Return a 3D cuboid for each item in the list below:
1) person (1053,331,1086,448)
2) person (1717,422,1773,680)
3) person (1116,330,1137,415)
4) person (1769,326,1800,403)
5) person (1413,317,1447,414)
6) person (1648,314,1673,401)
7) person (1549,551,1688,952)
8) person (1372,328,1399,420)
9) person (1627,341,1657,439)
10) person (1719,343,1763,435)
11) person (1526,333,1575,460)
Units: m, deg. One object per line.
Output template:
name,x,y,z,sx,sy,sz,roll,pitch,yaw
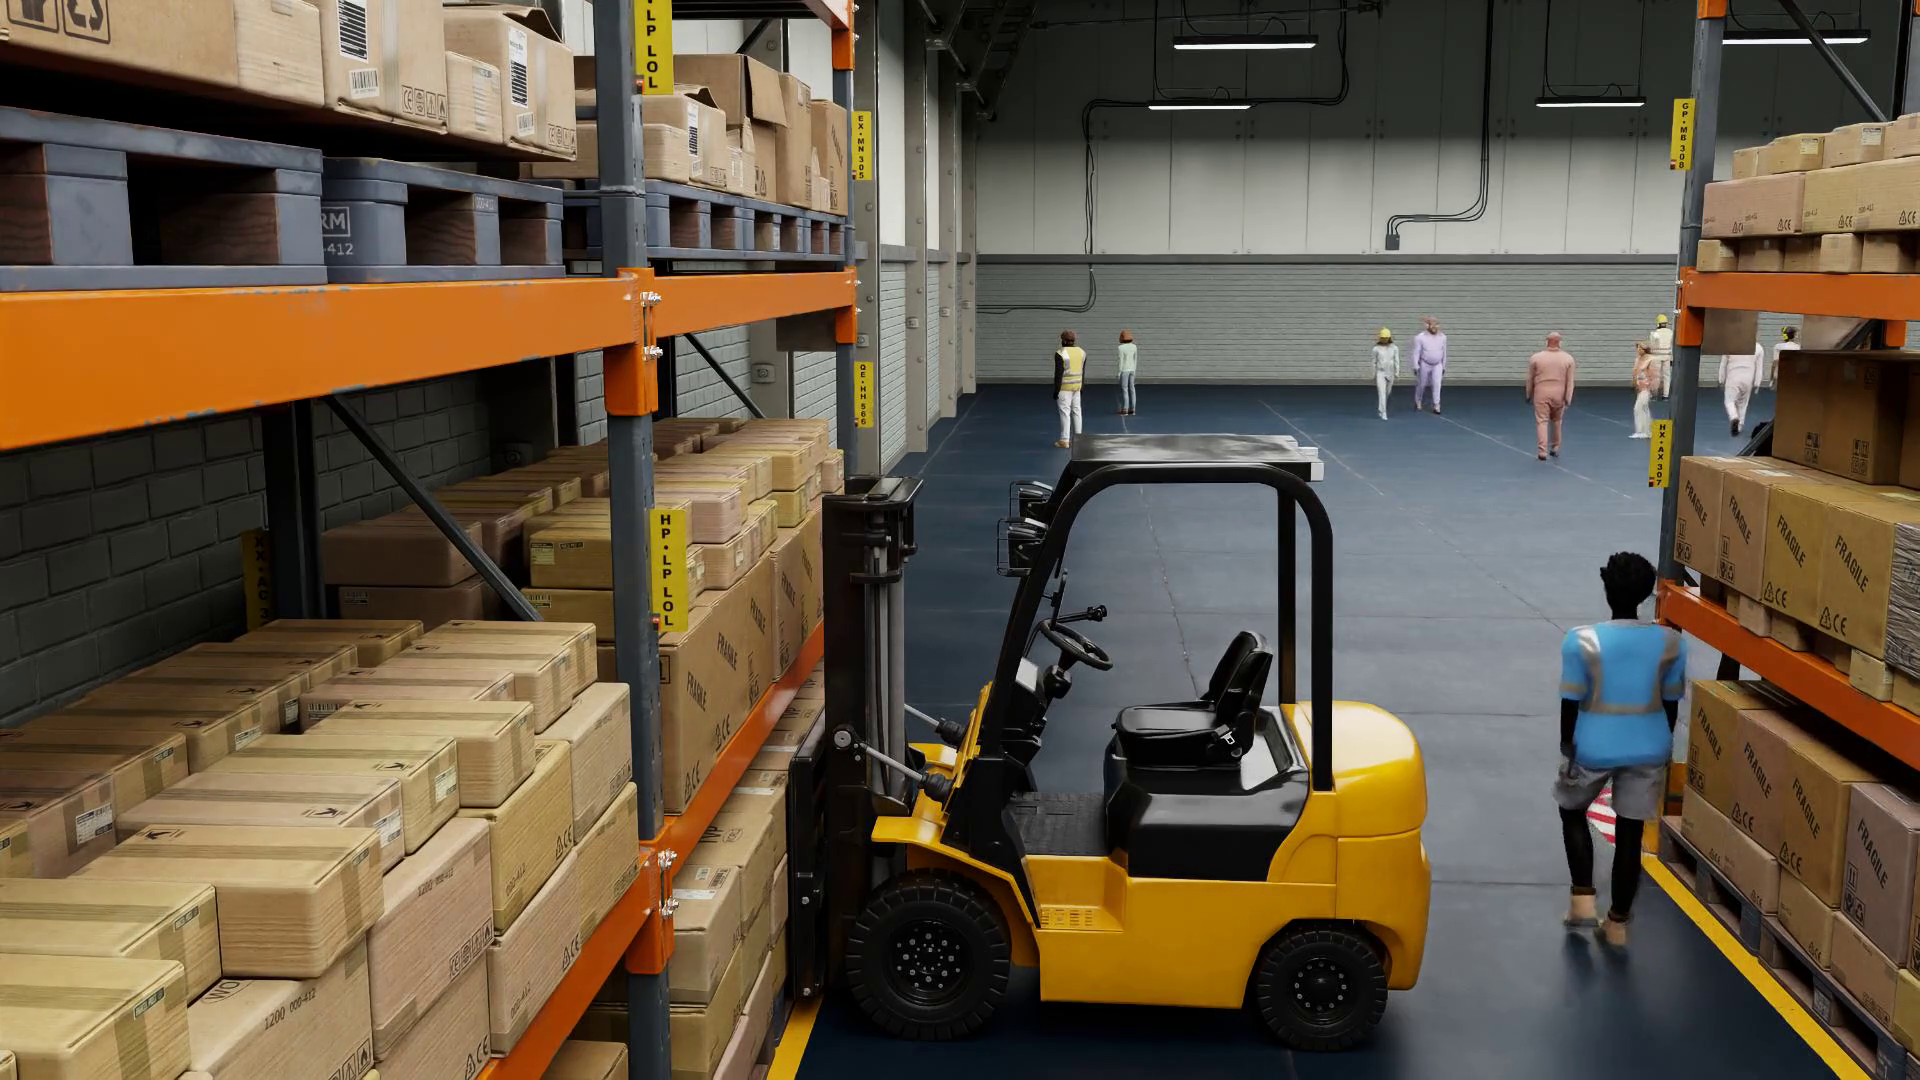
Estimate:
person,1.702,-2.380,26.265,0.626,1.843,0.430,-8,12,-39
person,4.712,0.278,9.781,0.367,1.966,0.607,-8,12,-40
person,3.189,-3.206,31.905,0.501,1.631,0.287,-8,12,-41
person,13.913,-2.669,28.003,0.561,1.842,0.759,3,10,19
person,9.149,-3.411,32.444,0.657,1.872,0.947,0,9,-2
person,14.808,-3.845,35.161,0.587,1.836,0.403,0,9,-3
person,2.754,0.878,6.989,0.545,1.675,0.428,1,9,5
person,7.946,-3.119,31.167,0.484,1.705,0.854,0,9,-3
person,11.201,-2.464,27.423,0.598,1.615,0.545,-1,9,-5
person,13.143,-2.689,28.018,0.658,1.884,0.775,2,10,14
person,8.770,-2.138,24.764,0.643,1.857,0.988,2,10,13
